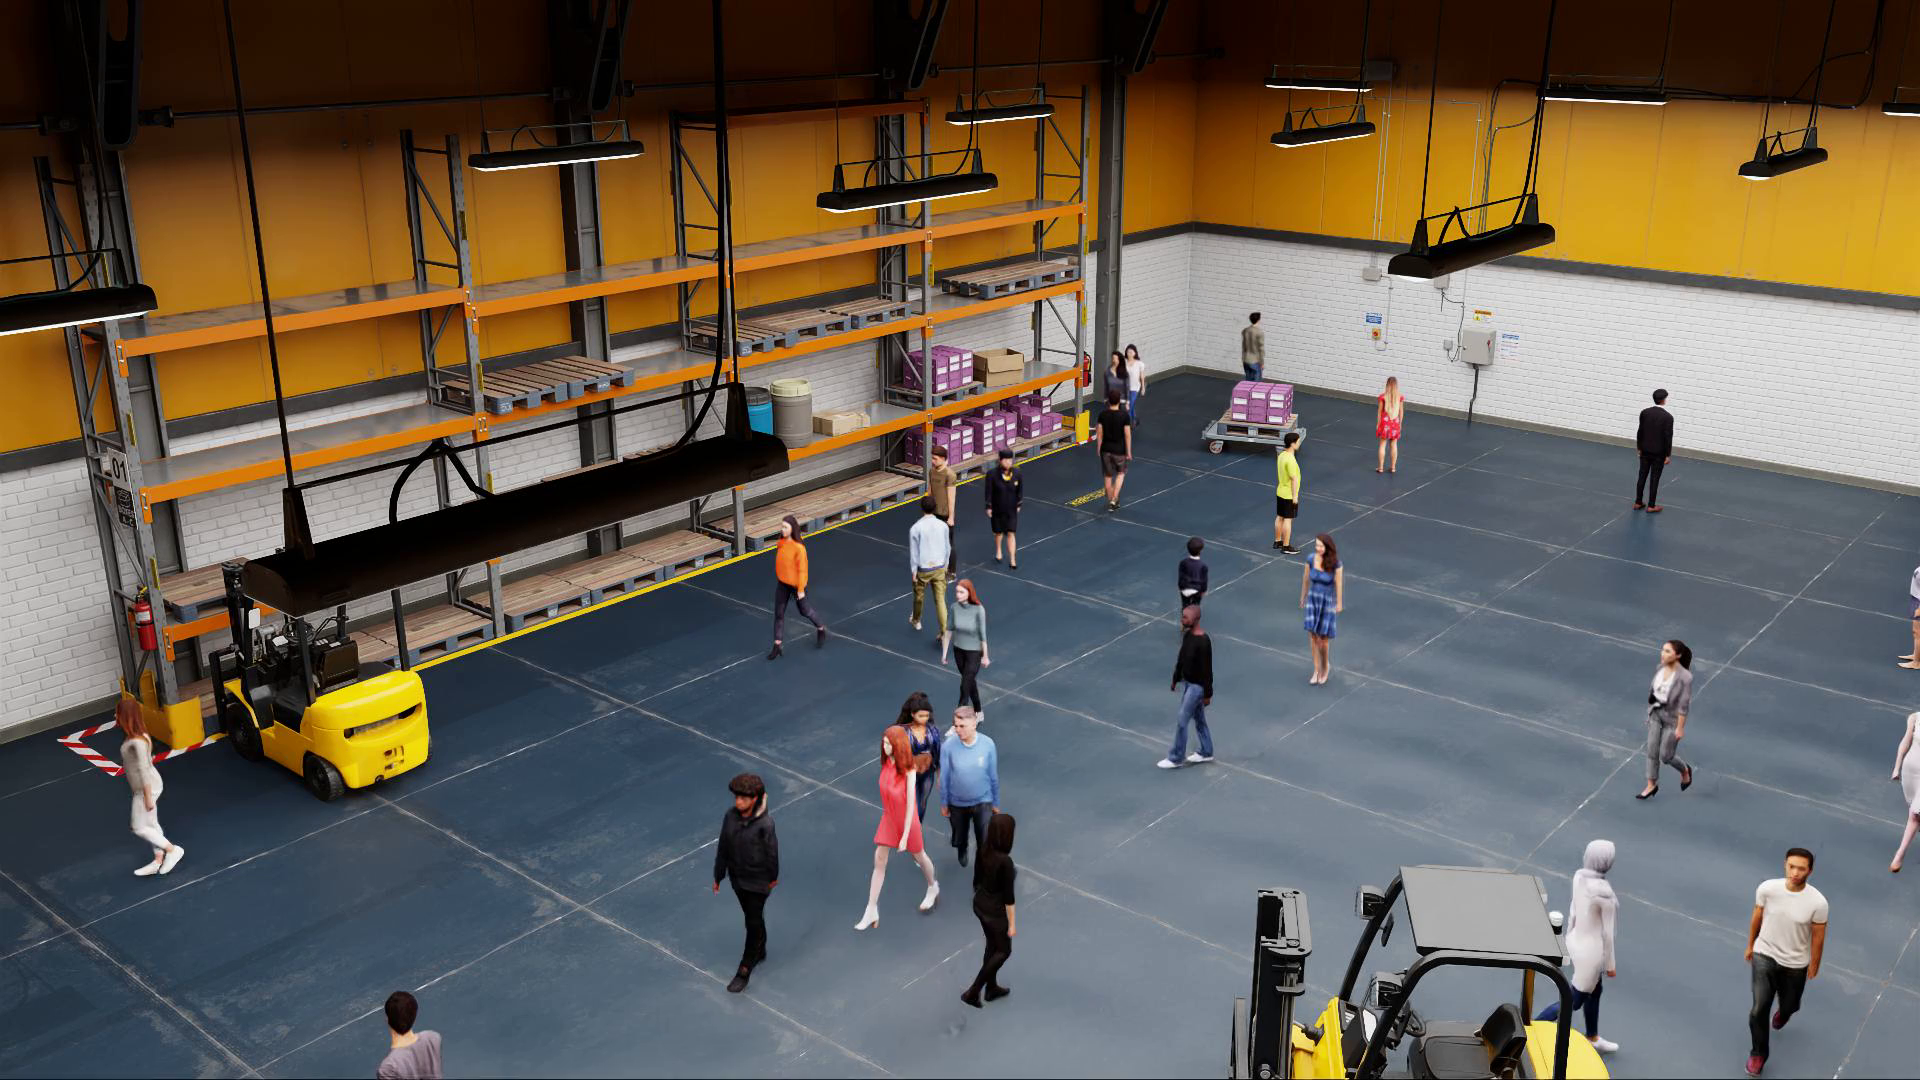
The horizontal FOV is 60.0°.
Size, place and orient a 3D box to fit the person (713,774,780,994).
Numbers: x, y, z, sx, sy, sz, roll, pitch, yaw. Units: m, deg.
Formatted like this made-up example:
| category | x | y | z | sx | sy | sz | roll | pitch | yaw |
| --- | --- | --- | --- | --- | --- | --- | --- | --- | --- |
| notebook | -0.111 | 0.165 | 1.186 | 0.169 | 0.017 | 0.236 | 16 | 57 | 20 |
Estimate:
| category | x | y | z | sx | sy | sz | roll | pitch | yaw |
| --- | --- | --- | --- | --- | --- | --- | --- | --- | --- |
| person | -1.643 | 2.640 | 13.302 | 0.738 | 1.750 | 0.986 | 10 | 21 | 28 |

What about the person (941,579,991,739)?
| category | x | y | z | sx | sy | sz | roll | pitch | yaw |
| --- | --- | --- | --- | --- | --- | --- | --- | --- | --- |
| person | 0.131 | 1.213 | 17.606 | 0.691 | 1.709 | 1.050 | 12 | 22 | 32 |

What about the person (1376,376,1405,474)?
| category | x | y | z | sx | sy | sz | roll | pitch | yaw |
| --- | --- | --- | --- | --- | --- | --- | --- | --- | --- |
| person | 6.948 | -1.871 | 26.947 | 0.662 | 1.592 | 0.702 | 1 | 19 | 3 |

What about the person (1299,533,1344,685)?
| category | x | y | z | sx | sy | sz | roll | pitch | yaw |
| --- | --- | --- | --- | --- | --- | --- | --- | --- | --- |
| person | 4.117 | 0.777 | 18.772 | 0.685 | 1.791 | 0.707 | 18 | 25 | 42 |

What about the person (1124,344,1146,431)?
| category | x | y | z | sx | sy | sz | roll | pitch | yaw |
| --- | --- | --- | --- | --- | --- | --- | --- | --- | --- |
| person | 2.999 | -2.593 | 29.012 | 0.828 | 1.642 | 1.183 | 10 | 21 | 27 |

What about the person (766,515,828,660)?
| category | x | y | z | sx | sy | sz | roll | pitch | yaw |
| --- | --- | --- | --- | --- | --- | --- | --- | --- | --- |
| person | -1.896 | 0.534 | 19.614 | 0.641 | 1.713 | 1.102 | 15 | 24 | 38 |

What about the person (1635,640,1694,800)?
| category | x | y | z | sx | sy | sz | roll | pitch | yaw |
| --- | --- | --- | --- | --- | --- | --- | --- | --- | --- |
| person | 6.897 | 1.755 | 16.073 | 0.927 | 1.661 | 0.830 | -7 | 20 | -19 |

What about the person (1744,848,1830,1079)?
| category | x | y | z | sx | sy | sz | roll | pitch | yaw |
| --- | --- | --- | --- | --- | --- | --- | --- | --- | --- |
| person | 6.024 | 3.013 | 12.151 | 0.716 | 1.779 | 1.062 | 12 | 22 | 32 |

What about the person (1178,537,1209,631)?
| category | x | y | z | sx | sy | sz | roll | pitch | yaw |
| --- | --- | --- | --- | --- | --- | --- | --- | --- | --- |
| person | 2.826 | 0.575 | 20.270 | 0.585 | 1.217 | 0.611 | 5 | 19 | 13 |

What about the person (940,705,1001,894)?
| category | x | y | z | sx | sy | sz | roll | pitch | yaw |
| --- | --- | --- | --- | --- | --- | --- | --- | --- | --- |
| person | 0.080 | 2.222 | 14.477 | 1.021 | 1.793 | 1.090 | -2 | 19 | -6 |

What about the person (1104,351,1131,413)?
| category | x | y | z | sx | sy | sz | roll | pitch | yaw |
| --- | --- | --- | --- | --- | --- | --- | --- | --- | --- |
| person | 2.660 | -2.318 | 28.059 | 0.967 | 1.728 | 1.198 | 4 | 19 | 11 |

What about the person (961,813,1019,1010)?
| category | x | y | z | sx | sy | sz | roll | pitch | yaw |
| --- | --- | --- | --- | --- | --- | --- | --- | --- | --- |
| person | 0.197 | 2.884 | 12.774 | 0.843 | 1.626 | 0.710 | -16 | 24 | -39 |

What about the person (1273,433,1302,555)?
| category | x | y | z | sx | sy | sz | roll | pitch | yaw |
| --- | --- | --- | --- | --- | --- | --- | --- | --- | --- |
| person | 4.566 | -0.670 | 23.197 | 0.727 | 1.709 | 0.702 | -5 | 19 | -13 |

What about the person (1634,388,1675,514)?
| category | x | y | z | sx | sy | sz | roll | pitch | yaw |
| --- | --- | --- | --- | --- | --- | --- | --- | --- | --- |
| person | 10.396 | -1.353 | 24.951 | 0.621 | 1.884 | 0.736 | -14 | 23 | -36 |

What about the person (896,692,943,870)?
| category | x | y | z | sx | sy | sz | roll | pitch | yaw |
| --- | --- | --- | --- | --- | --- | --- | --- | --- | --- |
| person | -0.398 | 2.125 | 15.090 | 1.007 | 1.586 | 0.991 | -6 | 20 | -17 |

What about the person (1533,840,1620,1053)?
| category | x | y | z | sx | sy | sz | roll | pitch | yaw |
| --- | --- | --- | --- | --- | --- | --- | --- | --- | --- |
| person | 4.492 | 3.036 | 12.132 | 1.120 | 1.748 | 1.072 | -1 | 19 | -3 |

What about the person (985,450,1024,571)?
| category | x | y | z | sx | sy | sz | roll | pitch | yaw |
| --- | --- | --- | --- | --- | --- | --- | --- | --- | --- |
| person | 0.573 | -0.425 | 22.594 | 1.108 | 1.629 | 1.162 | -2 | 19 | -6 |

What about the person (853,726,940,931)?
| category | x | y | z | sx | sy | sz | roll | pitch | yaw |
| --- | --- | --- | --- | --- | --- | --- | --- | --- | --- |
| person | -0.418 | 2.398 | 13.979 | 1.130 | 1.777 | 0.680 | -17 | 25 | -41 |

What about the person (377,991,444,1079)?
| category | x | y | z | sx | sy | sz | roll | pitch | yaw |
| --- | --- | --- | --- | --- | --- | --- | --- | --- | --- |
| person | -3.238 | 3.662 | 10.191 | 0.918 | 1.799 | 1.062 | 9 | 20 | 24 |

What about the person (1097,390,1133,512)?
| category | x | y | z | sx | sy | sz | roll | pitch | yaw |
| --- | --- | --- | --- | --- | --- | --- | --- | --- | --- |
| person | 2.280 | -1.318 | 24.892 | 0.808 | 1.855 | 0.804 | 5 | 19 | 14 |

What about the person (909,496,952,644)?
| category | x | y | z | sx | sy | sz | roll | pitch | yaw |
| --- | --- | --- | --- | --- | --- | --- | --- | --- | --- |
| person | -0.327 | 0.395 | 19.947 | 1.235 | 1.765 | 1.127 | -7 | 20 | -20 |

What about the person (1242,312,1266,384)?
| category | x | y | z | sx | sy | sz | roll | pitch | yaw |
| --- | --- | --- | --- | --- | --- | --- | --- | --- | --- |
| person | 5.344 | -3.275 | 30.714 | 1.035 | 1.848 | 0.851 | -12 | 22 | -33 |

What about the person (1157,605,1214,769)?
| category | x | y | z | sx | sy | sz | roll | pitch | yaw |
| --- | --- | --- | --- | --- | --- | --- | --- | --- | --- |
| person | 2.450 | 1.469 | 16.817 | 1.015 | 1.726 | 0.891 | -6 | 20 | -17 |

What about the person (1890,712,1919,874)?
| category | x | y | z | sx | sy | sz | roll | pitch | yaw |
| --- | --- | --- | --- | --- | --- | --- | --- | --- | --- |
| person | 8.655 | 2.096 | 14.903 | 1.130 | 1.761 | 0.676 | -16 | 24 | -39 |

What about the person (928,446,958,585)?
| category | x | y | z | sx | sy | sz | roll | pitch | yaw |
| --- | --- | --- | --- | --- | --- | --- | --- | --- | --- |
| person | -0.218 | -0.356 | 22.046 | 0.620 | 1.849 | 0.699 | -16 | 24 | -39 |

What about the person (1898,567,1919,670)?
| category | x | y | z | sx | sy | sz | roll | pitch | yaw |
| --- | --- | --- | --- | --- | --- | --- | --- | --- | --- |
| person | 11.184 | 0.717 | 19.302 | 0.656 | 1.566 | 0.497 | 11 | 22 | 30 |

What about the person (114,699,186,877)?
| category | x | y | z | sx | sy | sz | roll | pitch | yaw |
| --- | --- | --- | --- | --- | --- | --- | --- | --- | --- |
| person | -7.124 | 2.189 | 14.719 | 0.768 | 1.701 | 0.722 | -10 | 21 | -28 |
